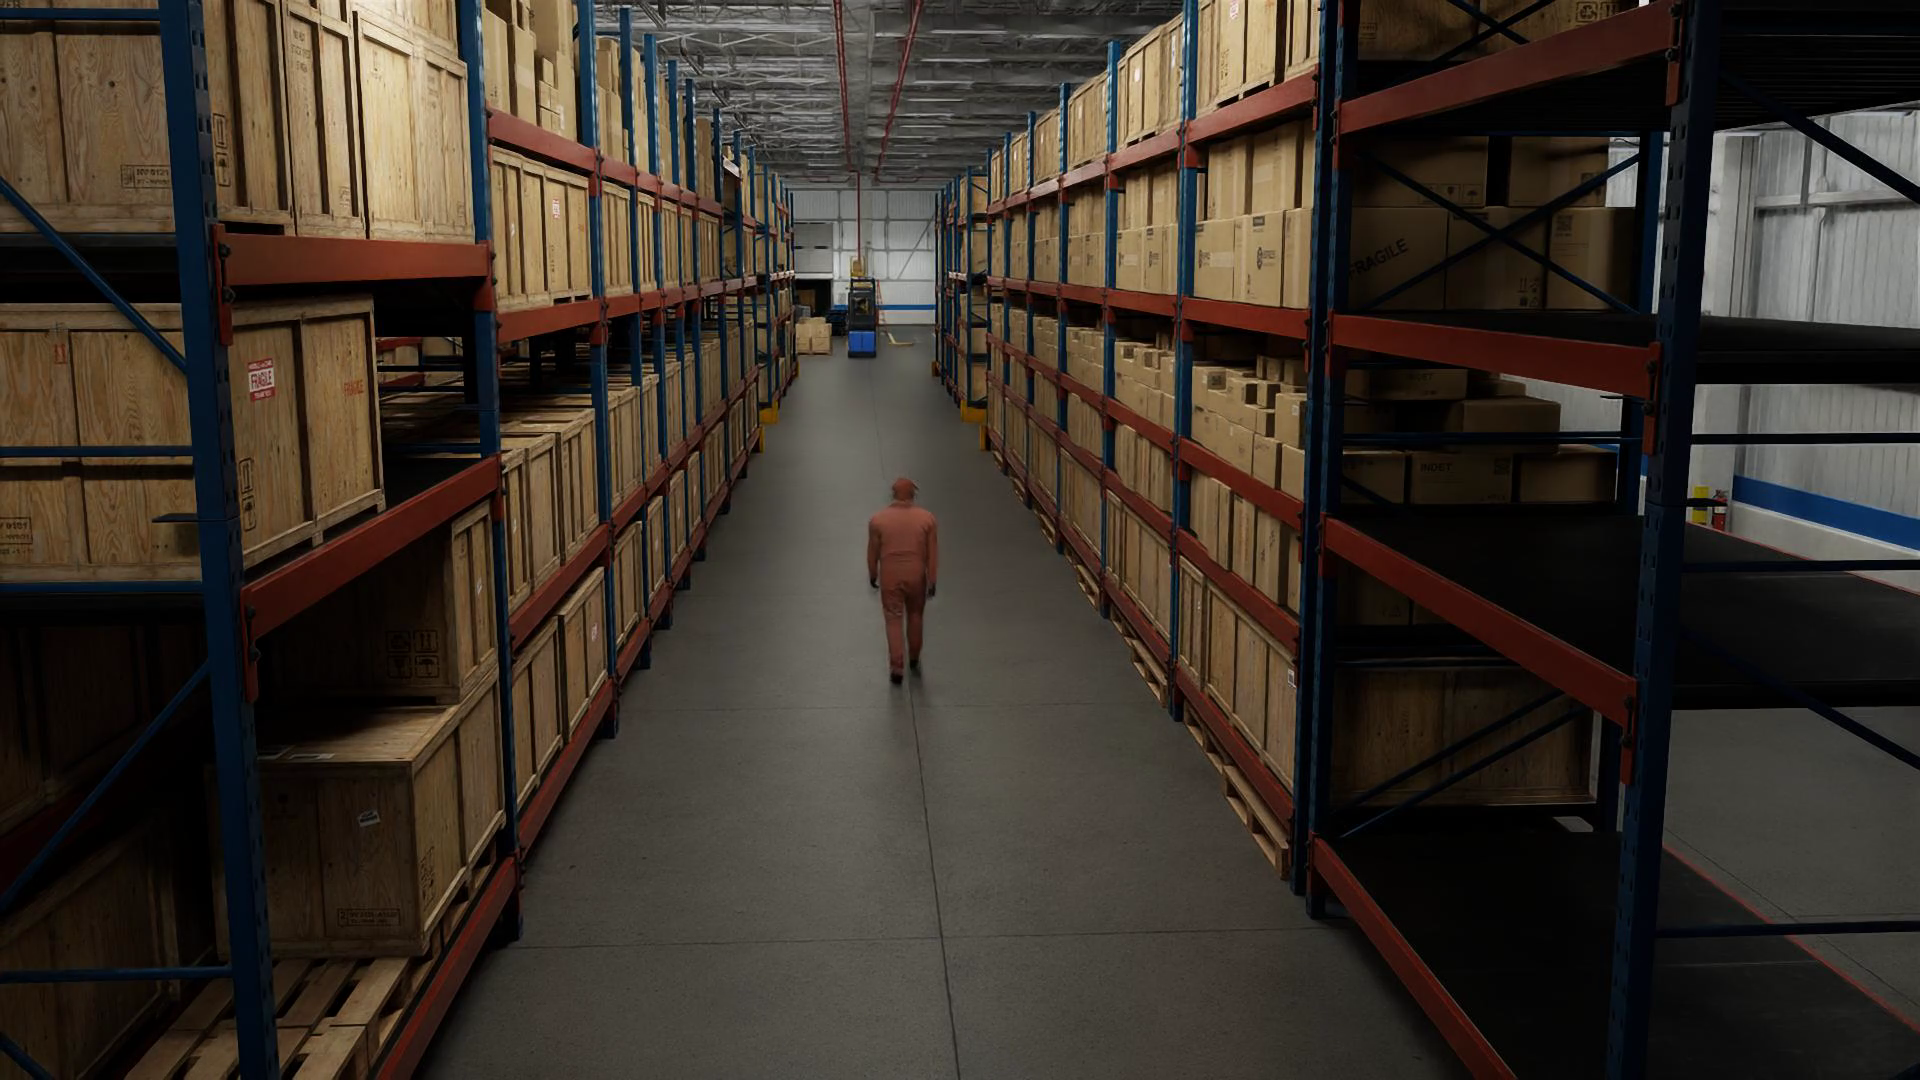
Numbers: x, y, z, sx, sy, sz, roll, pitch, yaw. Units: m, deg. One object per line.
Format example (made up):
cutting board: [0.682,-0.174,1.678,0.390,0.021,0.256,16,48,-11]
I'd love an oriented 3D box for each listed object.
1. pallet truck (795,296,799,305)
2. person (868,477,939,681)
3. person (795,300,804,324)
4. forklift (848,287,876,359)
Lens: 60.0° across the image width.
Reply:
pallet truck: [-8.622,-12.439,91.403,1.885,1.965,0.823,2,10,13]
person: [-0.527,0.343,15.490,0.644,1.856,0.984,-1,10,-5]
person: [-8.332,-11.424,85.645,0.631,1.904,0.967,2,10,12]
forklift: [-3.902,-8.639,66.070,1.129,2.768,1.873,-1,10,-4]
